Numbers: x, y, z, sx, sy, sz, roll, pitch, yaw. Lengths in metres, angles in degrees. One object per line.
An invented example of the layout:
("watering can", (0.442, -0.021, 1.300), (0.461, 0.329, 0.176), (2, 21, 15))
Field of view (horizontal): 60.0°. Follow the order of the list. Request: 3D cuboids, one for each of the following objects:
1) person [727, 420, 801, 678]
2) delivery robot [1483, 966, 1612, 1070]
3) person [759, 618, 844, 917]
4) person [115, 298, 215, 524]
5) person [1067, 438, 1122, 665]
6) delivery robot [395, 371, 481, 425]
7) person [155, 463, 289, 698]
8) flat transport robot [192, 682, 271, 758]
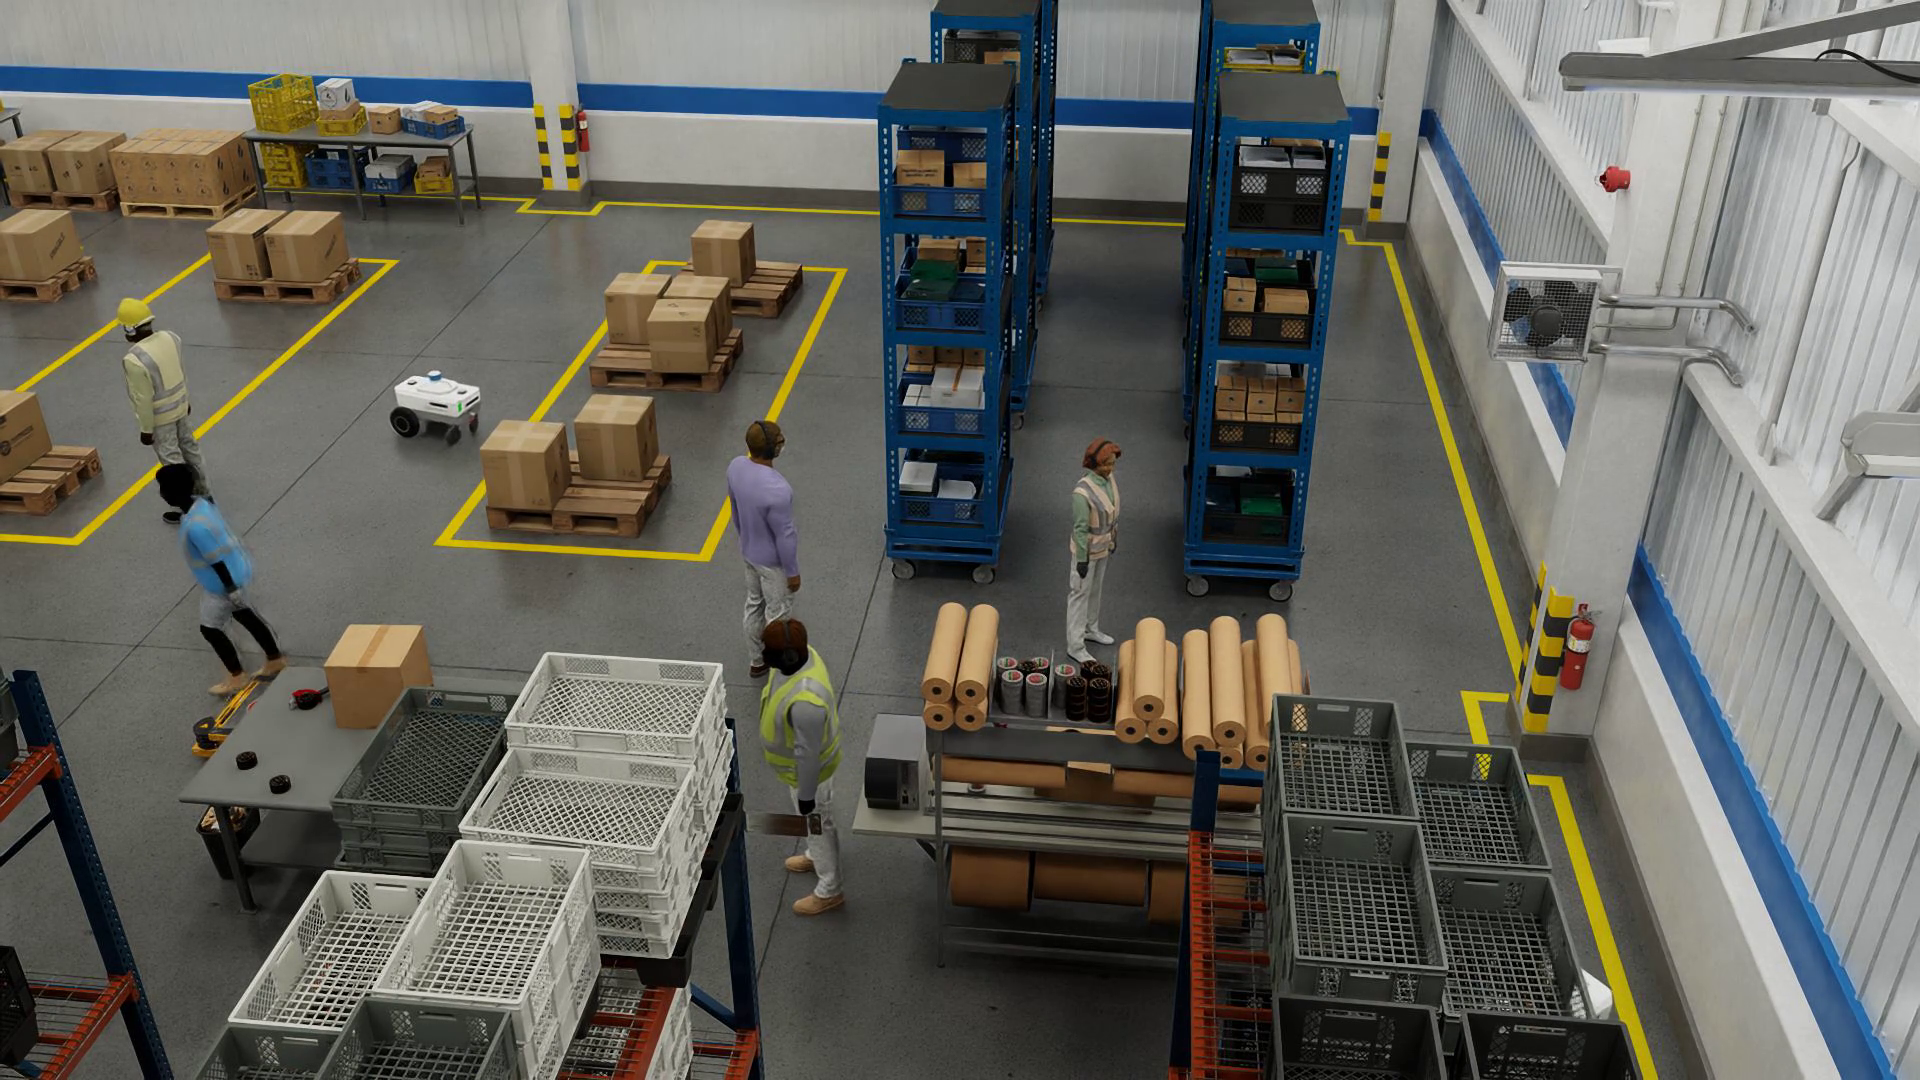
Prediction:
("person", (-1.241, 0.101, 10.826), (0.371, 1.941, 0.627), (-22, 37, -33))
("delivery robot", (2.879, 2.362, 8.219), (0.707, 0.478, 0.477), (-18, 35, -28))
("person", (-0.863, 1.206, 9.044), (0.431, 1.831, 0.645), (-7, 31, -11))
("person", (-6.152, -0.997, 12.817), (0.403, 1.830, 0.601), (5, 31, 8))
("person", (0.899, 0.061, 11.195), (0.311, 1.633, 0.514), (15, 33, 24))
("delivery robot", (-4.507, -1.226, 14.382), (0.707, 0.478, 0.477), (11, 32, 18))
("person", (-4.825, 0.250, 10.833), (0.620, 1.656, 0.548), (-10, 32, -17))
("flat transport robot", (-4.089, 1.163, 10.648), (1.431, 0.197, 0.652), (3, 30, 6))
